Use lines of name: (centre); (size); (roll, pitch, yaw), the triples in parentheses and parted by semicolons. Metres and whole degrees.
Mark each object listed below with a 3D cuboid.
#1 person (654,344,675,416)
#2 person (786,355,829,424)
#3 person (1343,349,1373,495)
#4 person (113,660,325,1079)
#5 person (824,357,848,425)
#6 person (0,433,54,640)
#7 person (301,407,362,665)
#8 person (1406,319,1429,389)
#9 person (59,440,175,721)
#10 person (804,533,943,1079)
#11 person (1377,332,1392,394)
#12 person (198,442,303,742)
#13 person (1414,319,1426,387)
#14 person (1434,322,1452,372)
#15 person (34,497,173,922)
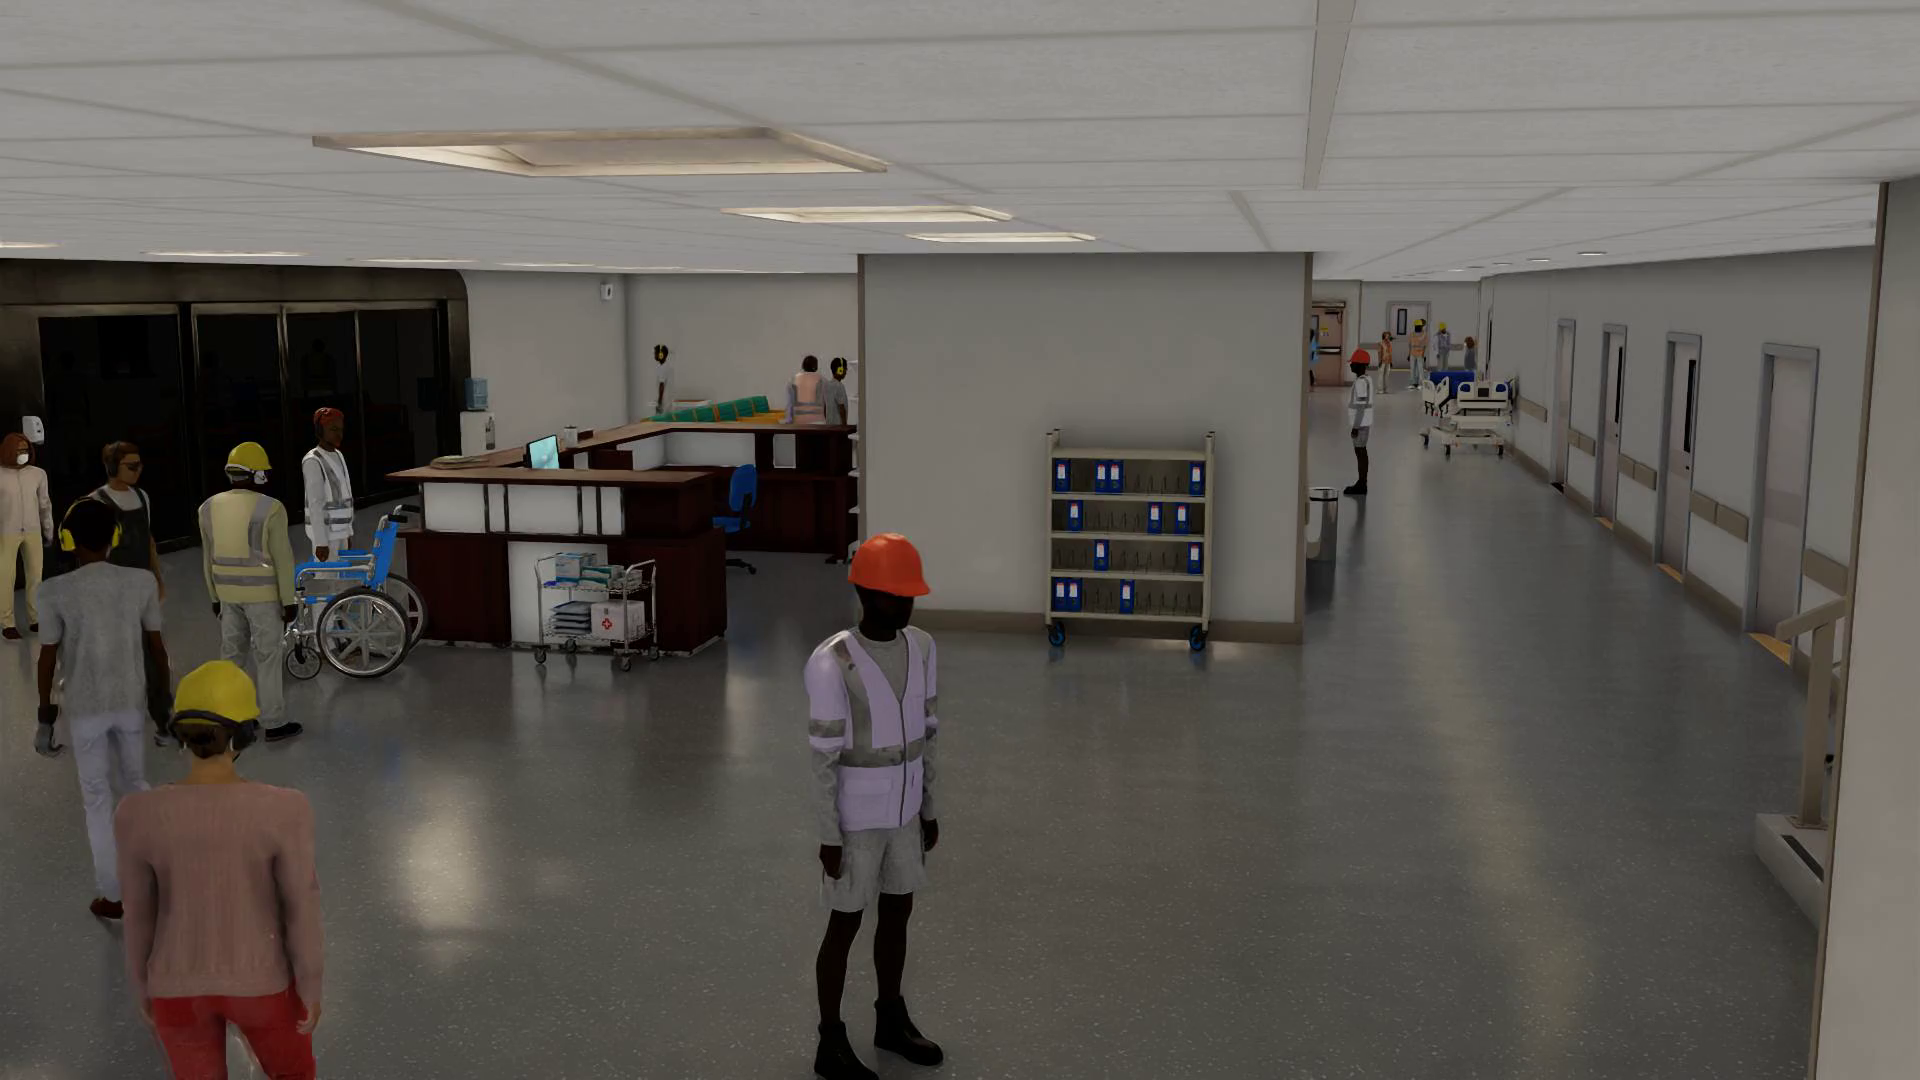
person: (-4.803, -2.259, 27.104); (0.502, 1.859, 0.536); (2, 9, 11)
person: (-2.098, -1.708, 23.590); (0.646, 1.805, 0.850); (1, 9, 8)
person: (5.336, -1.574, 22.258); (0.353, 1.942, 0.543); (3, 9, 21)
person: (-1.993, 1.194, 4.530); (0.524, 1.755, 0.359); (-2, 9, -10)
person: (-1.580, -1.437, 21.611); (0.329, 1.865, 0.515); (-6, 10, -33)
person: (-7.392, -0.034, 13.090); (0.286, 1.628, 0.505); (6, 10, 33)
person: (-4.613, -0.032, 12.209); (0.340, 1.881, 0.586); (-1, 9, -4)
person: (12.553, -5.095, 45.661); (0.585, 1.929, 0.370); (8, 12, 43)
person: (-5.363, 0.260, 10.559); (0.960, 1.807, 0.519); (2, 9, 11)
person: (-0.266, 0.928, 5.718); (0.542, 1.928, 0.399); (-8, 12, -44)
person: (11.144, -4.643, 43.617); (0.522, 1.639, 0.305); (-6, 11, -36)
person: (-4.293, 0.318, 10.107); (0.597, 1.824, 0.403); (2, 9, 14)
person: (12.879, -5.239, 46.637); (0.388, 1.927, 0.640); (4, 10, 26)
person: (14.318, -5.541, 49.120); (0.740, 1.784, 0.431); (-4, 10, -27)
person: (-3.706, 0.745, 7.188); (0.384, 1.849, 0.526); (7, 11, 40)
